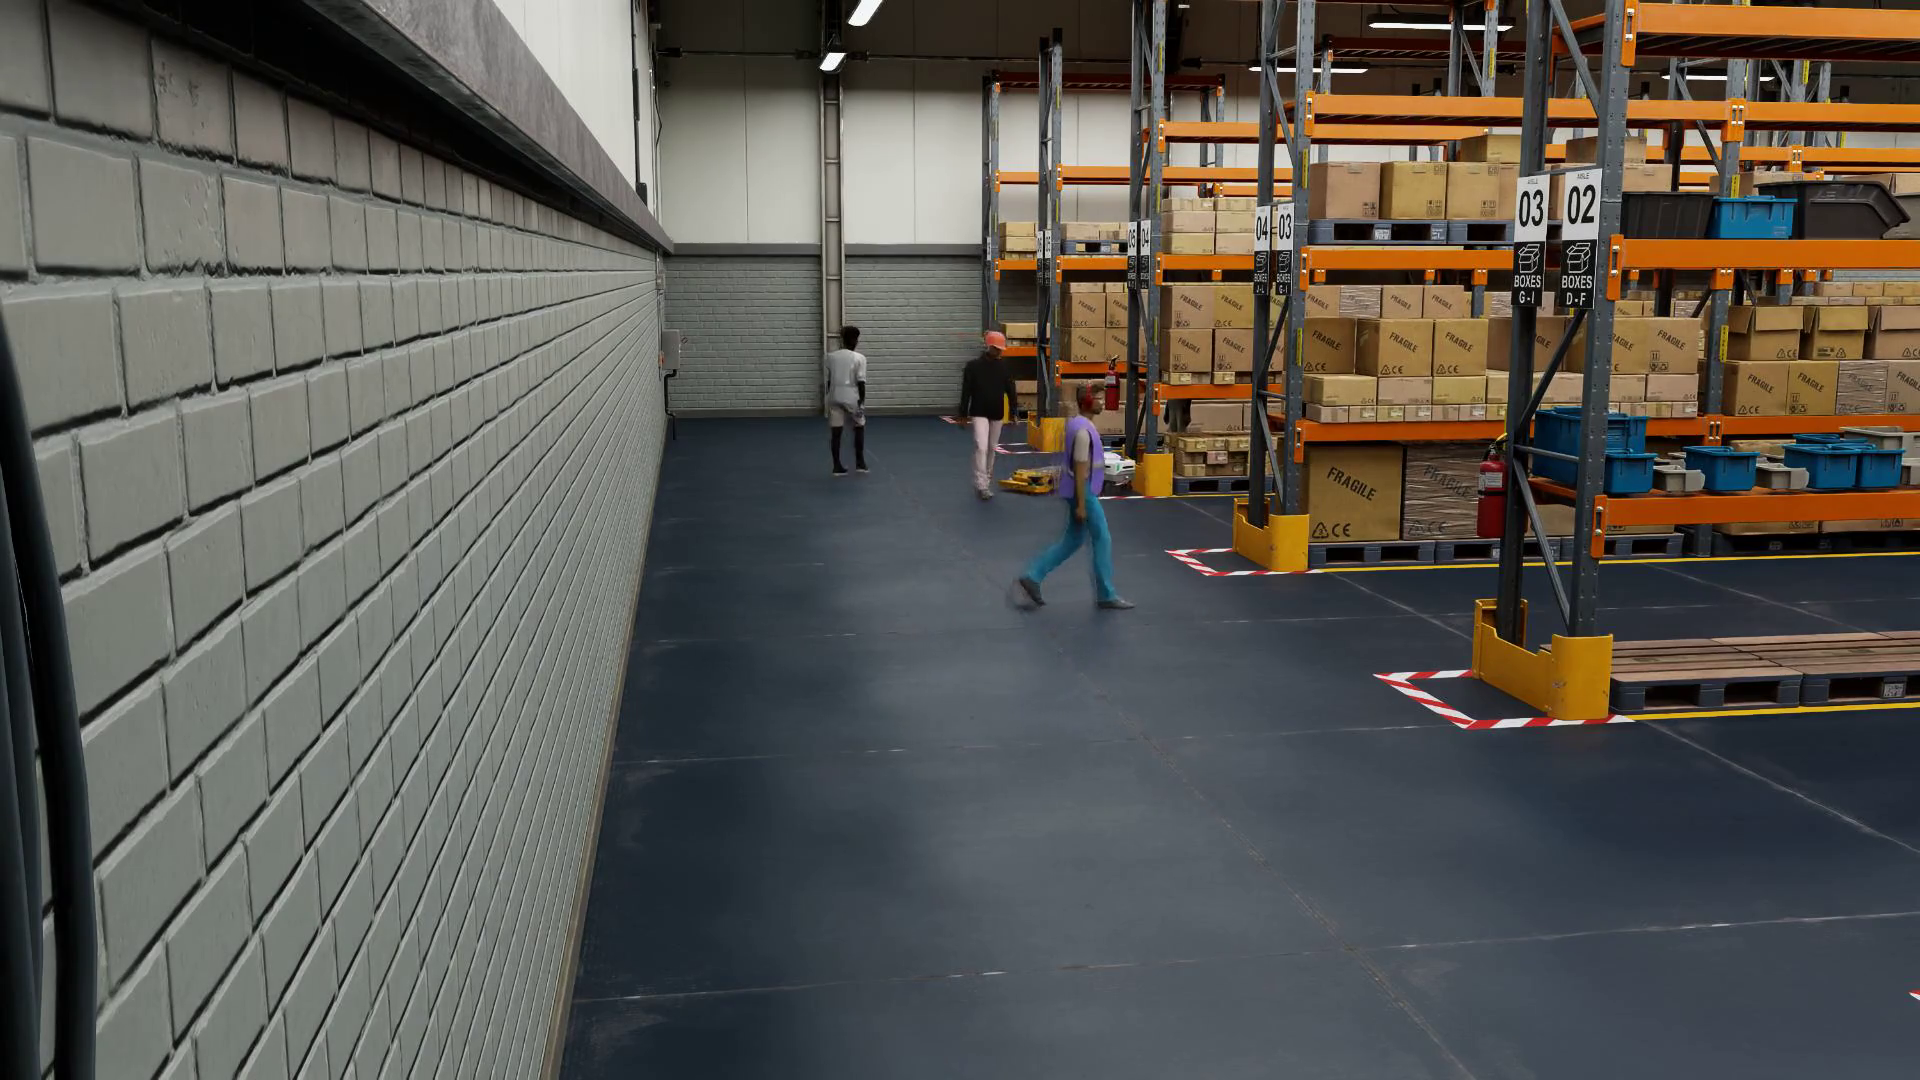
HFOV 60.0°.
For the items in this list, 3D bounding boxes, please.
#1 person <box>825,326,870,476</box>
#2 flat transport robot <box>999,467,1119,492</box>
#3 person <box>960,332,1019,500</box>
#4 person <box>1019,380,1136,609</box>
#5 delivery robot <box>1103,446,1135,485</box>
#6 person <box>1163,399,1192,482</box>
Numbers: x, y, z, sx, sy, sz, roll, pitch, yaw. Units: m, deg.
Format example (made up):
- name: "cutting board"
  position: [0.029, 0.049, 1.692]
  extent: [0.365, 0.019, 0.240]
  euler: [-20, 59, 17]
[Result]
- name: "person"
  position: [-1.444, -1.810, 21.620]
  extent: [0.623, 1.932, 0.747]
  euler: [3, 10, 21]
- name: "flat transport robot"
  position: [1.231, -0.763, 20.296]
  extent: [1.431, 0.197, 0.652]
  euler: [-8, 12, -39]
- name: "person"
  position: [0.356, -1.437, 19.305]
  extent: [0.624, 1.935, 0.946]
  euler: [-4, 10, -21]
- name: "person"
  position: [0.916, -0.351, 13.021]
  extent: [0.860, 1.816, 0.578]
  euler: [0, 9, 1]
- name: "delivery robot"
  position: [1.755, -0.870, 19.798]
  extent: [0.477, 0.478, 0.707]
  euler: [-8, 12, -39]
- name: "person"
  position: [2.694, -1.607, 20.628]
  extent: [0.333, 1.860, 0.510]
  euler: [-4, 10, -25]
